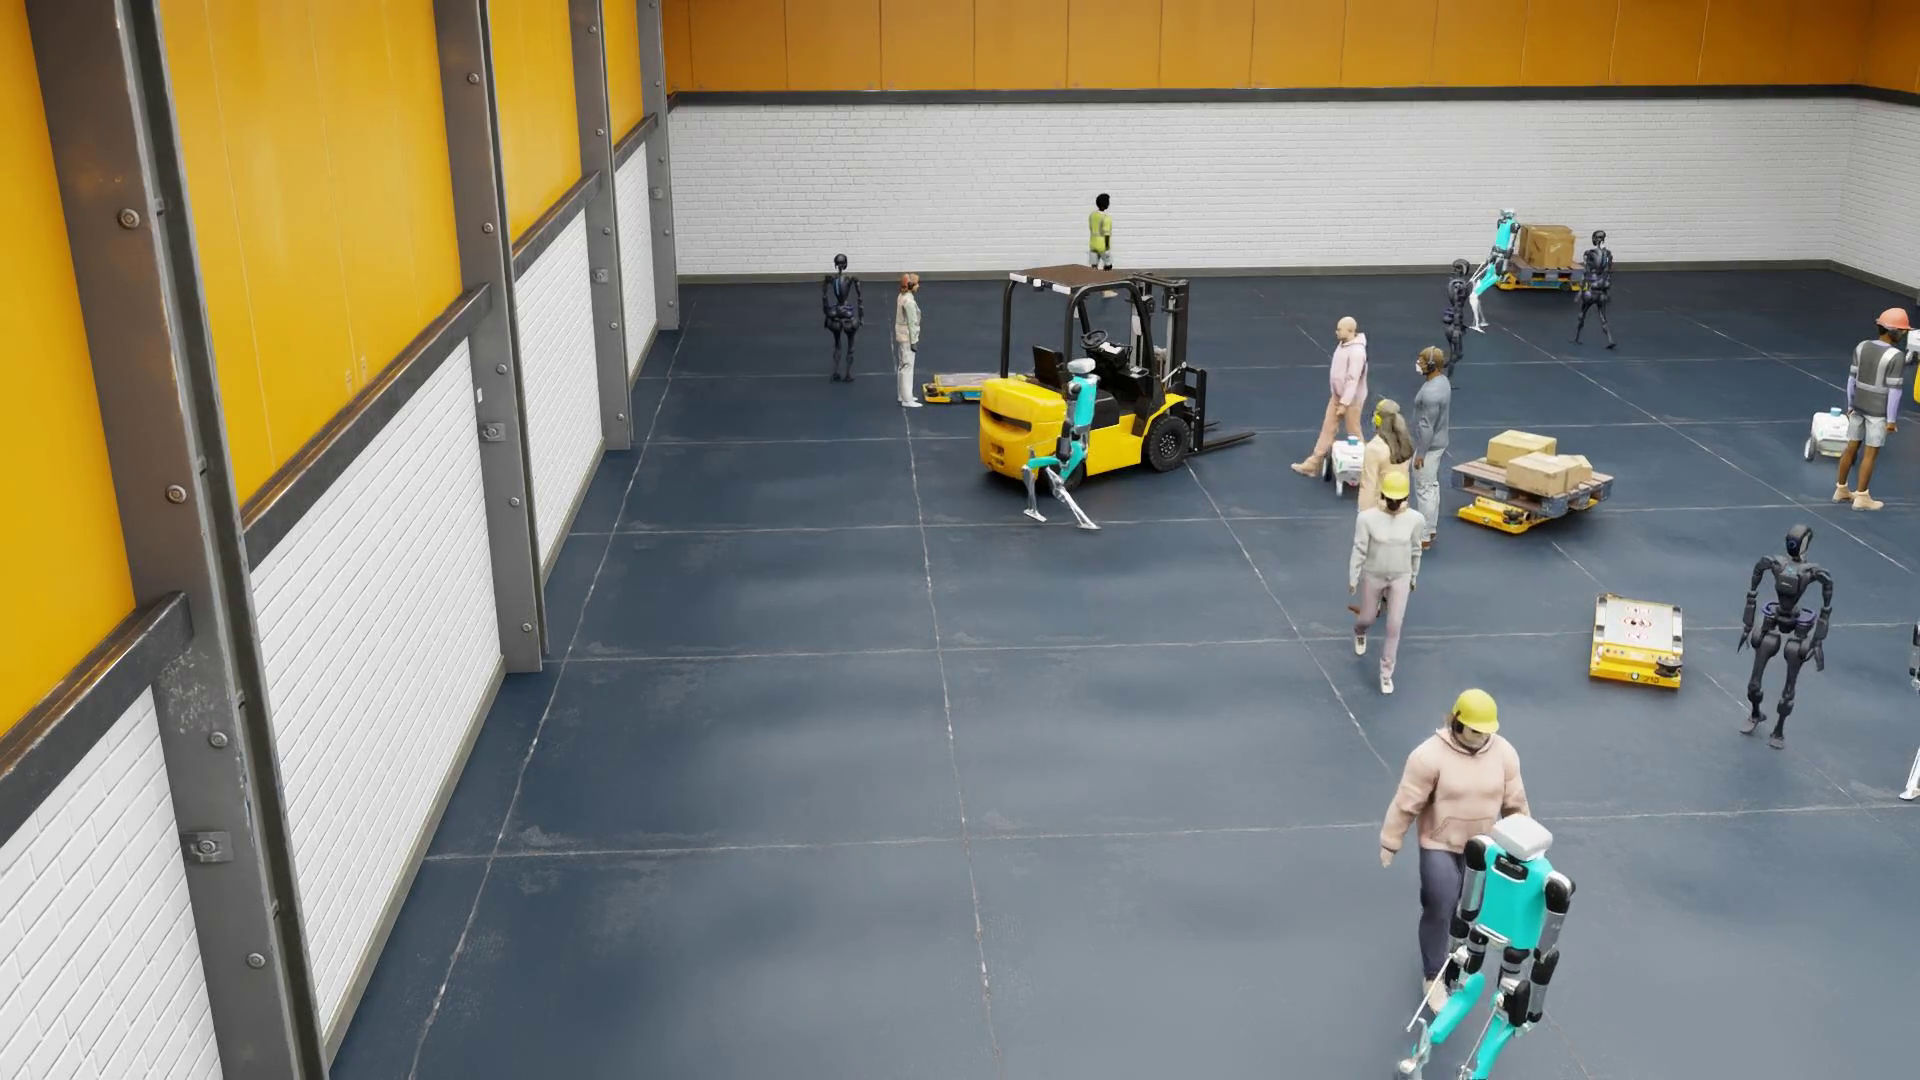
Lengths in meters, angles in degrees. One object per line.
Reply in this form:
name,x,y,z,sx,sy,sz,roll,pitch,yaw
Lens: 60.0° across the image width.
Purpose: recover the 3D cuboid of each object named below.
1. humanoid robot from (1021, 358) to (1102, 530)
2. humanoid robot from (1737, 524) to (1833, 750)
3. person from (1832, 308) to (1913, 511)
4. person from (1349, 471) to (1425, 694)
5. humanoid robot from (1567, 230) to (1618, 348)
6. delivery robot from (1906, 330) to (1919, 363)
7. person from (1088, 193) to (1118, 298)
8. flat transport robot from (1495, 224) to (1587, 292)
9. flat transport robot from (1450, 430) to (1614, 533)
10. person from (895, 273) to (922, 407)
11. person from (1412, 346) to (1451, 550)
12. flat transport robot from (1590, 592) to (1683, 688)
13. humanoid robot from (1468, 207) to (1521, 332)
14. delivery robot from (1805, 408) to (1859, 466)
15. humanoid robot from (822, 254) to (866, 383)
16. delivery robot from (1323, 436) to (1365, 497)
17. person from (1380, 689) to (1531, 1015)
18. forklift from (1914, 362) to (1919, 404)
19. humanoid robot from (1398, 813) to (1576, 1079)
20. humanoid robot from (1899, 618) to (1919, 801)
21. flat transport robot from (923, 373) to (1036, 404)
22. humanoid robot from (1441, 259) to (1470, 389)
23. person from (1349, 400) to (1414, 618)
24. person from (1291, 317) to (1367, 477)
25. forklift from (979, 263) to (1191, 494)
humanoid robot,0.929,-0.919,16.051,1.024,1.753,0.544,12,23,29
humanoid robot,5.851,0.664,11.780,0.591,1.654,0.373,16,26,37
person,9.145,-1.312,16.635,0.389,2.040,0.609,-5,21,-13
person,3.264,0.253,12.806,0.536,1.737,0.704,3,20,7
humanoid robot,8.876,-3.472,23.132,0.613,1.614,0.757,-9,22,-23
delivery robot,13.057,-2.582,22.221,0.512,0.576,0.748,-8,22,-20
person,2.165,-4.614,26.151,0.711,1.669,0.535,-13,24,-31
flat transport robot,9.505,-4.241,27.181,1.431,0.231,0.659,2,20,6
flat transport robot,5.692,-0.374,16.647,1.431,0.231,0.659,-15,25,-36
person,-0.635,-2.435,20.283,0.312,1.632,0.519,-5,21,-13
person,4.381,-0.866,15.588,0.369,1.932,0.621,7,21,19
flat transport robot,5.475,0.798,13.452,0.659,0.231,1.431,8,22,20
humanoid robot,7.632,-3.931,24.202,0.877,1.771,0.586,-3,20,-7
delivery robot,9.617,-1.140,18.346,0.499,0.613,0.814,7,21,19
humanoid robot,-1.488,-2.858,21.360,0.598,1.648,0.344,6,21,16
delivery robot,4.079,-0.782,17.369,0.499,0.614,0.808,2,20,6
person,2.660,1.593,9.001,0.814,1.836,0.684,-2,20,-5
forklift,12.602,-2.435,19.475,2.313,2.155,1.214,-1,20,-4
humanoid robot,2.337,2.158,7.663,0.882,1.789,0.567,-16,25,-37
humanoid robot,6.679,0.868,11.155,0.545,1.796,0.846,15,25,36
flat transport robot,0.265,-1.897,20.796,1.431,0.231,0.659,-1,20,-3
humanoid robot,6.225,-2.740,21.047,0.442,1.639,0.587,8,21,20
person,3.563,-0.276,14.087,0.577,1.867,0.445,-15,25,-36
person,3.957,-1.468,17.482,0.817,1.746,0.562,-5,21,-13
forklift,1.315,-1.764,17.646,2.313,2.155,1.214,-14,24,-33
